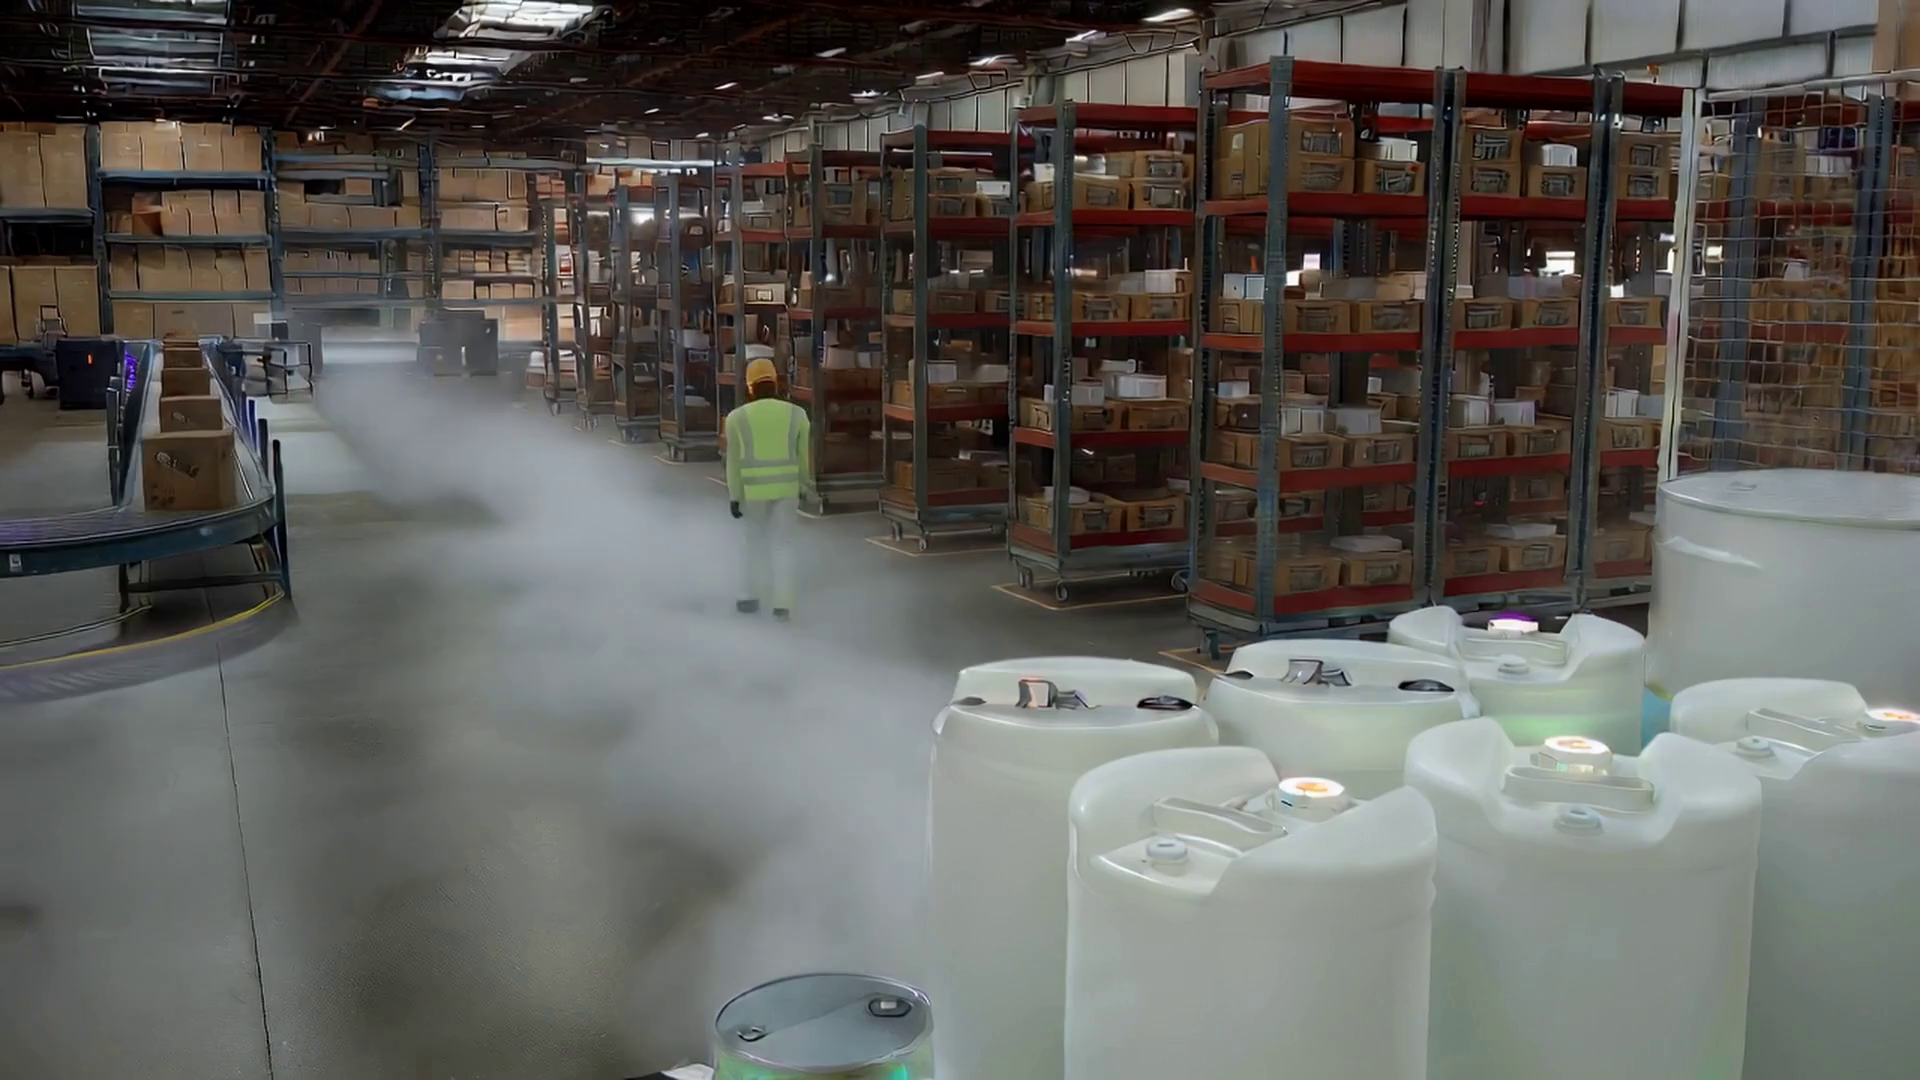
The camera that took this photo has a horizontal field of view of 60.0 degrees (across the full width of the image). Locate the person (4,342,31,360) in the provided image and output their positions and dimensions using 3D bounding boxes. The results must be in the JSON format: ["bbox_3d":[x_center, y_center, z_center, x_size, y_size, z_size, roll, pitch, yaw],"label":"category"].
[{"bbox_3d":[-25.790,-5.742,45.432,0.769,1.663,0.553,-4,10,-23],"label":"person"}]

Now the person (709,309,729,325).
[{"bbox_3d":[-5.695,-4.953,39.815,0.615,1.920,0.905,1,9,5],"label":"person"}]

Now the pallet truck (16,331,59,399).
[{"bbox_3d":[-17.082,-3.353,31.781,1.630,1.274,0.653,-4,10,-25],"label":"pallet truck"}]

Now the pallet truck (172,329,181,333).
[{"bbox_3d":[-17.275,-3.851,35.096,1.601,1.201,0.680,0,9,1],"label":"pallet truck"}]

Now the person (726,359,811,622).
[{"bbox_3d":[-1.340,-0.350,11.591,0.615,1.809,0.657,-3,10,-16],"label":"person"}]
